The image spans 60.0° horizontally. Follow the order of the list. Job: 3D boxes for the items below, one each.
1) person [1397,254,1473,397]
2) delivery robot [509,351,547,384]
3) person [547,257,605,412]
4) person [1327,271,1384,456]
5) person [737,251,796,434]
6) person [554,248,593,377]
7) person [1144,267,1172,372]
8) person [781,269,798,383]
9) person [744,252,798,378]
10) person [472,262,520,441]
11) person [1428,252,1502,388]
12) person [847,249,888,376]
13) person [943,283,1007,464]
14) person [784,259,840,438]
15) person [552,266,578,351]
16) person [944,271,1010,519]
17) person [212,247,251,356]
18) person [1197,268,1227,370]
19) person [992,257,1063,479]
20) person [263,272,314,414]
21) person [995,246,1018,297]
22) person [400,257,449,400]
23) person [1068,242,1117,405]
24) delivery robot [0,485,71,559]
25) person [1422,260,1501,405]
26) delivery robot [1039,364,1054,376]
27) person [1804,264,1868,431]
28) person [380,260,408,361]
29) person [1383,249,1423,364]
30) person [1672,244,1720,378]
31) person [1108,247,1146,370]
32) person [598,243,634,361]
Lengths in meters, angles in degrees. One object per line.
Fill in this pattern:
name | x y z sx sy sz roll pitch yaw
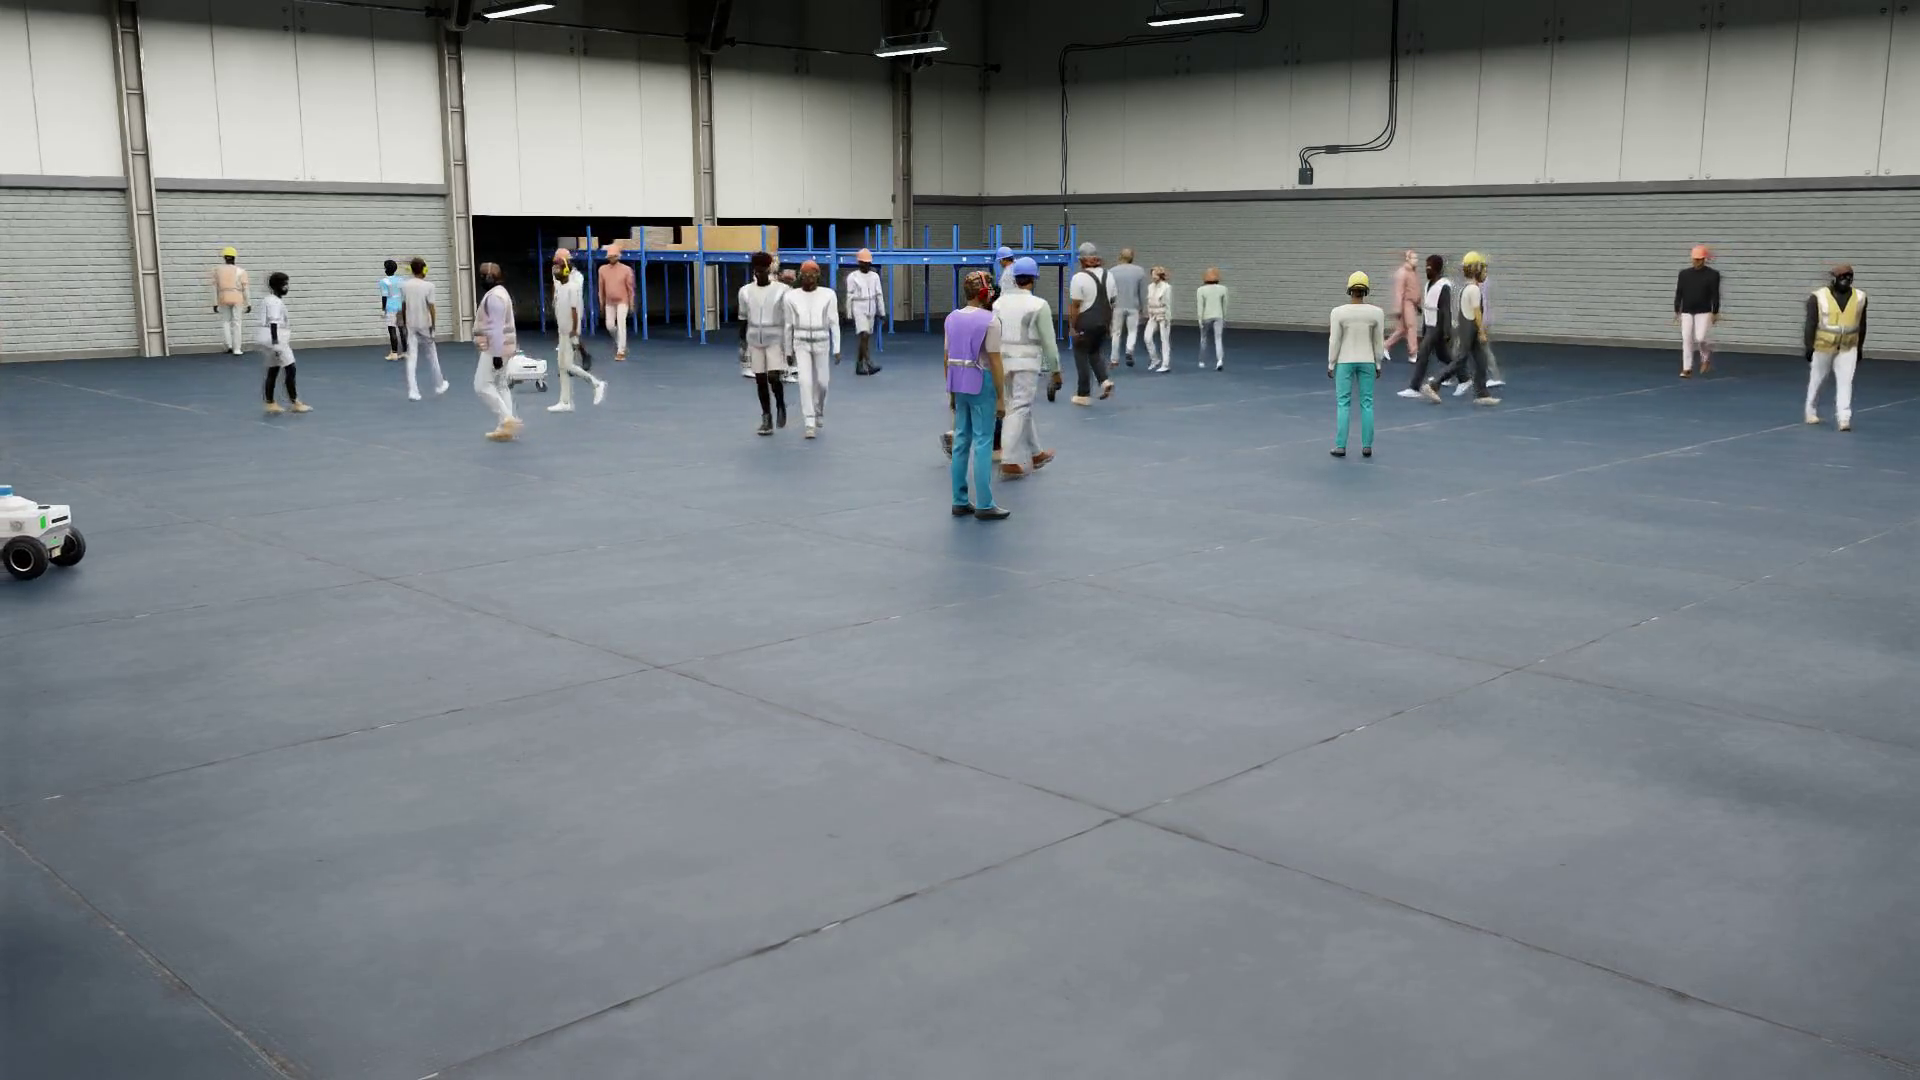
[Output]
person | 6.339 -2.831 21.952 0.994 1.874 0.605 -1 10 -3
delivery robot | -6.011 -2.344 22.725 0.707 0.478 0.477 -3 11 -17
person | -4.678 -2.480 20.085 0.627 1.847 0.536 -7 12 -34
person | 3.796 -1.691 16.001 0.534 1.767 0.314 0 10 -2
person | -2.063 -2.088 17.671 0.656 1.940 0.438 3 11 14
person | -5.851 -3.419 24.999 0.566 1.919 0.529 6 12 31
person | 3.090 -3.414 25.776 0.408 1.622 0.528 -9 14 -41
person | -2.458 -3.076 23.914 0.381 1.624 0.538 1 10 6
person | -2.784 -3.340 24.744 0.986 1.853 0.653 2 11 11
person | -4.797 -1.931 17.123 0.448 1.830 0.656 -2 11 -10
person | 7.092 -3.047 23.093 1.017 1.871 0.607 5 12 27
person | -1.372 -3.424 25.104 0.549 1.895 0.949 -8 13 -36
person | 0.187 -1.537 15.400 0.630 1.674 0.538 -7 13 -35
person | -1.568 -2.040 17.623 0.596 1.865 0.704 -1 10 -3
person | -7.285 -4.432 30.696 0.516 1.864 0.319 -8 13 -37
person | 0.108 -1.087 12.481 0.379 1.844 0.570 -10 14 -43
person | -12.894 -4.236 29.489 0.608 1.906 0.514 -2 11 -12
person | 4.004 -3.510 26.385 0.502 1.591 0.868 0 10 -1
person | 0.642 -1.526 14.693 0.667 1.904 0.937 10 14 43
person | -7.961 -2.314 19.639 0.612 1.670 0.603 -4 11 -22
person | 0.727 -3.473 25.246 0.402 1.938 0.604 2 11 10
person | -7.033 -2.763 21.707 0.516 1.821 0.979 0 10 1
person | 1.606 -2.714 20.943 0.705 2.000 0.538 -8 13 -37
delivery robot | -6.026 -0.102 10.500 0.707 0.478 0.477 0 10 2
person | 6.306 -2.589 20.802 0.914 1.811 0.523 3 11 14
delivery robot | 1.033 -2.270 21.611 0.335 0.223 0.698 3 11 14
person | 9.669 -2.148 18.424 0.644 1.803 0.952 2 11 13
person | -9.596 -3.891 28.180 0.322 1.697 0.534 5 12 28
person | 7.425 -3.899 27.718 0.860 1.881 0.640 6 12 32
person | 11.009 -3.425 24.885 0.612 1.971 0.514 10 14 43
person | 2.595 -3.635 26.180 0.668 1.918 0.647 0 10 0
person | -5.837 -4.058 28.353 0.631 1.978 0.653 1 10 7
